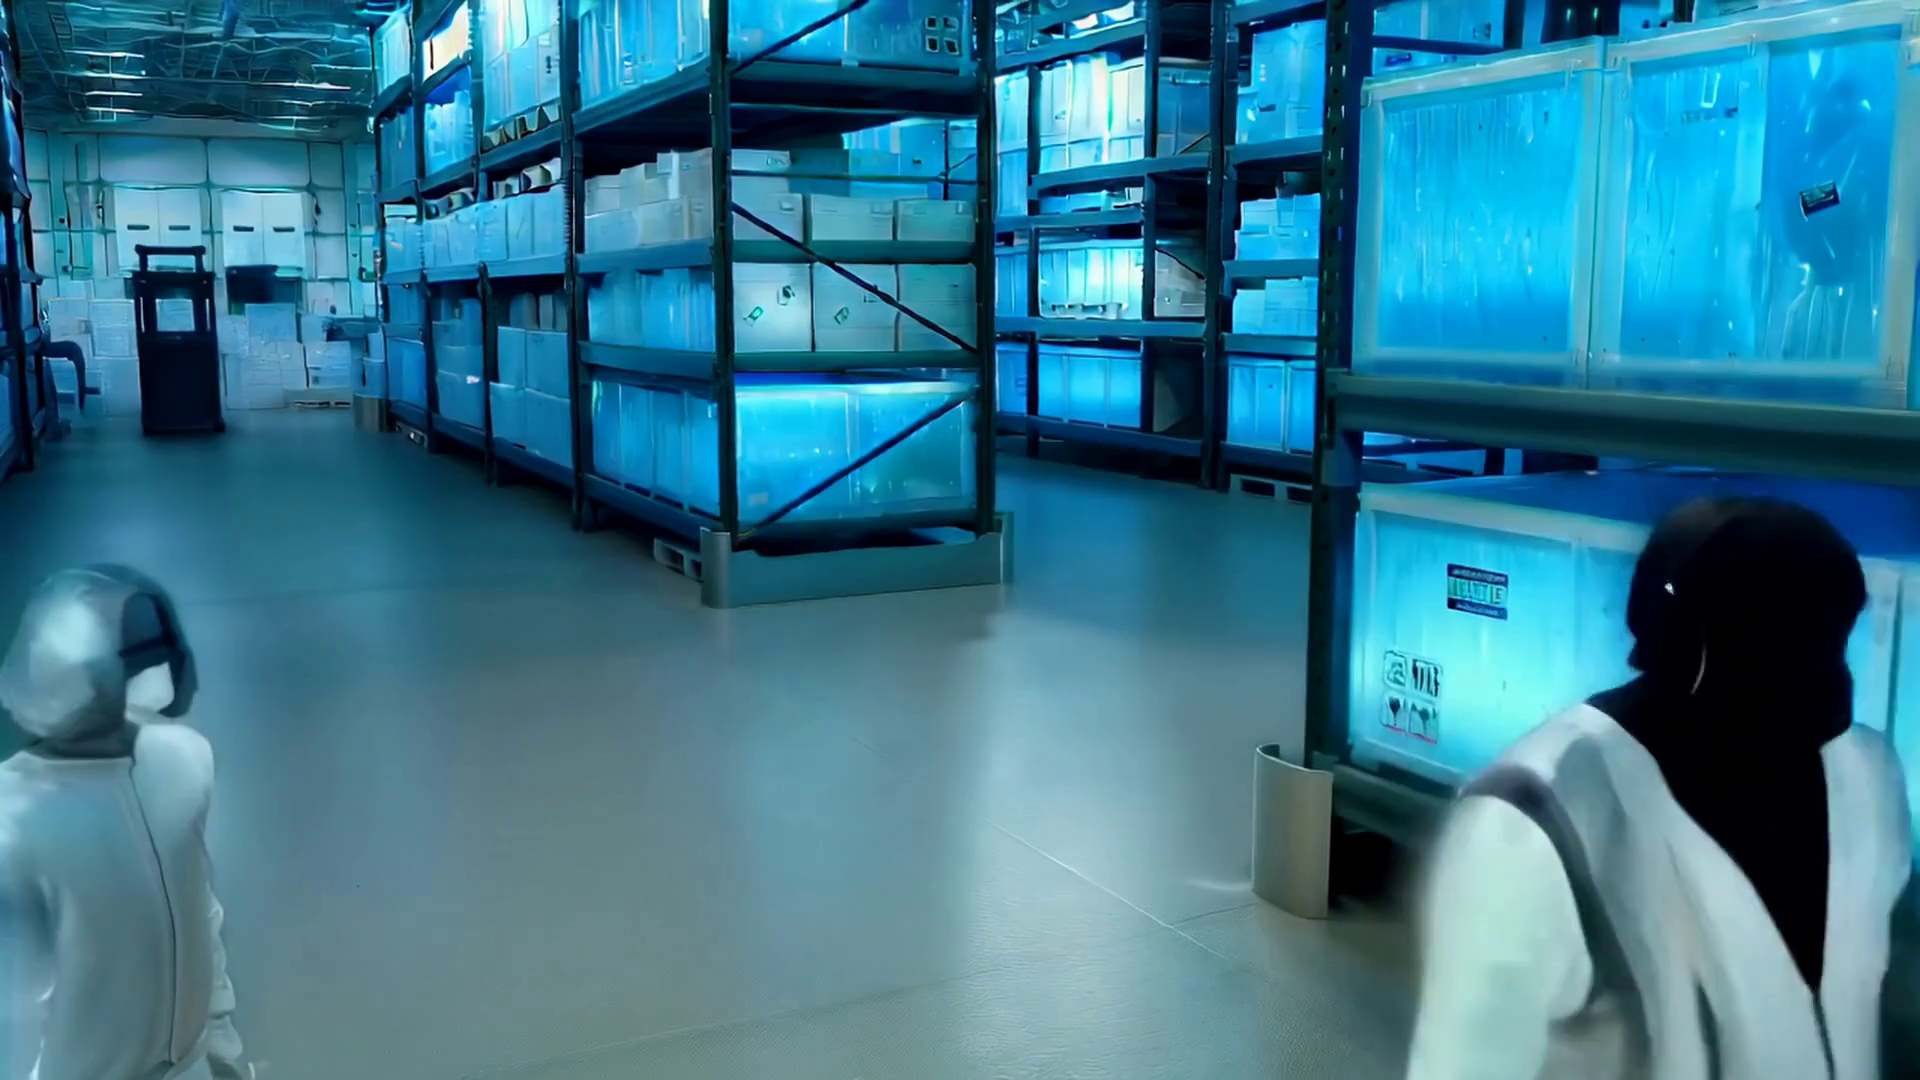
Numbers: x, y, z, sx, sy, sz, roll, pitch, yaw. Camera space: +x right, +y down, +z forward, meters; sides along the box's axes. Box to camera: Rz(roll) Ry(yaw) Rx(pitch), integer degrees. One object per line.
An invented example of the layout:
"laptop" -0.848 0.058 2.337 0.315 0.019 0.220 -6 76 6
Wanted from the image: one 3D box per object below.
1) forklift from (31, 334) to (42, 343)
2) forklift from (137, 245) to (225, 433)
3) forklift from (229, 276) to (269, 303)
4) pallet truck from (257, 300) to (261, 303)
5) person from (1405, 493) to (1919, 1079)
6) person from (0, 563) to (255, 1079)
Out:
"forklift" -30.382 -7.219 53.872 1.129 2.768 1.873 -4 9 -26
"forklift" -11.976 -3.093 25.417 1.129 2.768 1.873 -4 9 -26
"forklift" -17.554 -5.381 41.192 1.129 2.768 1.873 -4 9 -26
"pallet truck" -23.913 -7.404 58.171 1.885 1.965 0.823 -1 8 -9
"person" 0.893 0.854 1.895 0.649 1.806 0.855 -4 9 -26
"person" -1.274 0.845 2.541 0.285 1.633 0.497 2 8 11
